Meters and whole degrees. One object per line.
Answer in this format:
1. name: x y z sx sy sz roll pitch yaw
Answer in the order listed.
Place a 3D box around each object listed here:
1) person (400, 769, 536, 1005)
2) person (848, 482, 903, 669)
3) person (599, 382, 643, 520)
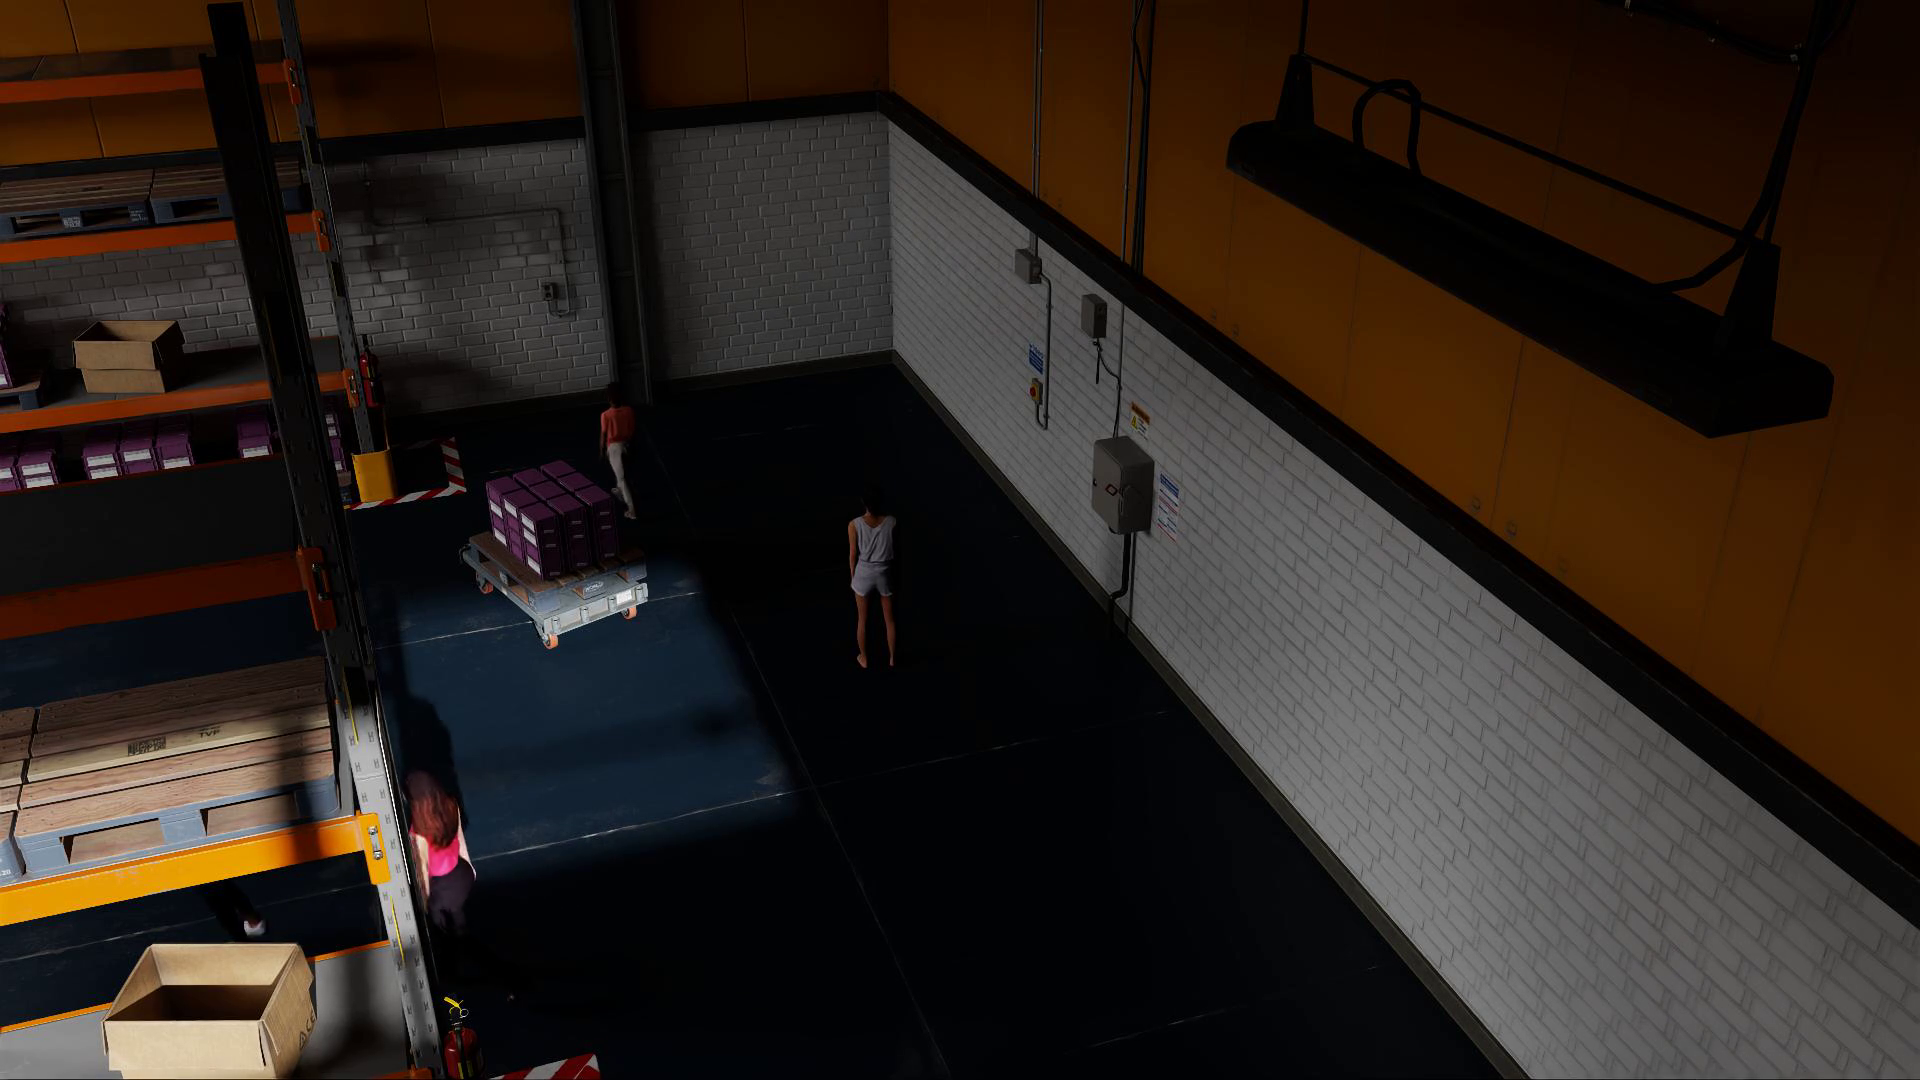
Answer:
1. person: -2.920 2.051 9.672 1.130 1.630 0.910 5 29 8
2. person: -0.657 0.276 12.948 0.555 1.609 0.679 -3 29 -5
3. person: -3.088 -0.797 15.258 0.901 1.282 0.710 -18 33 -30
